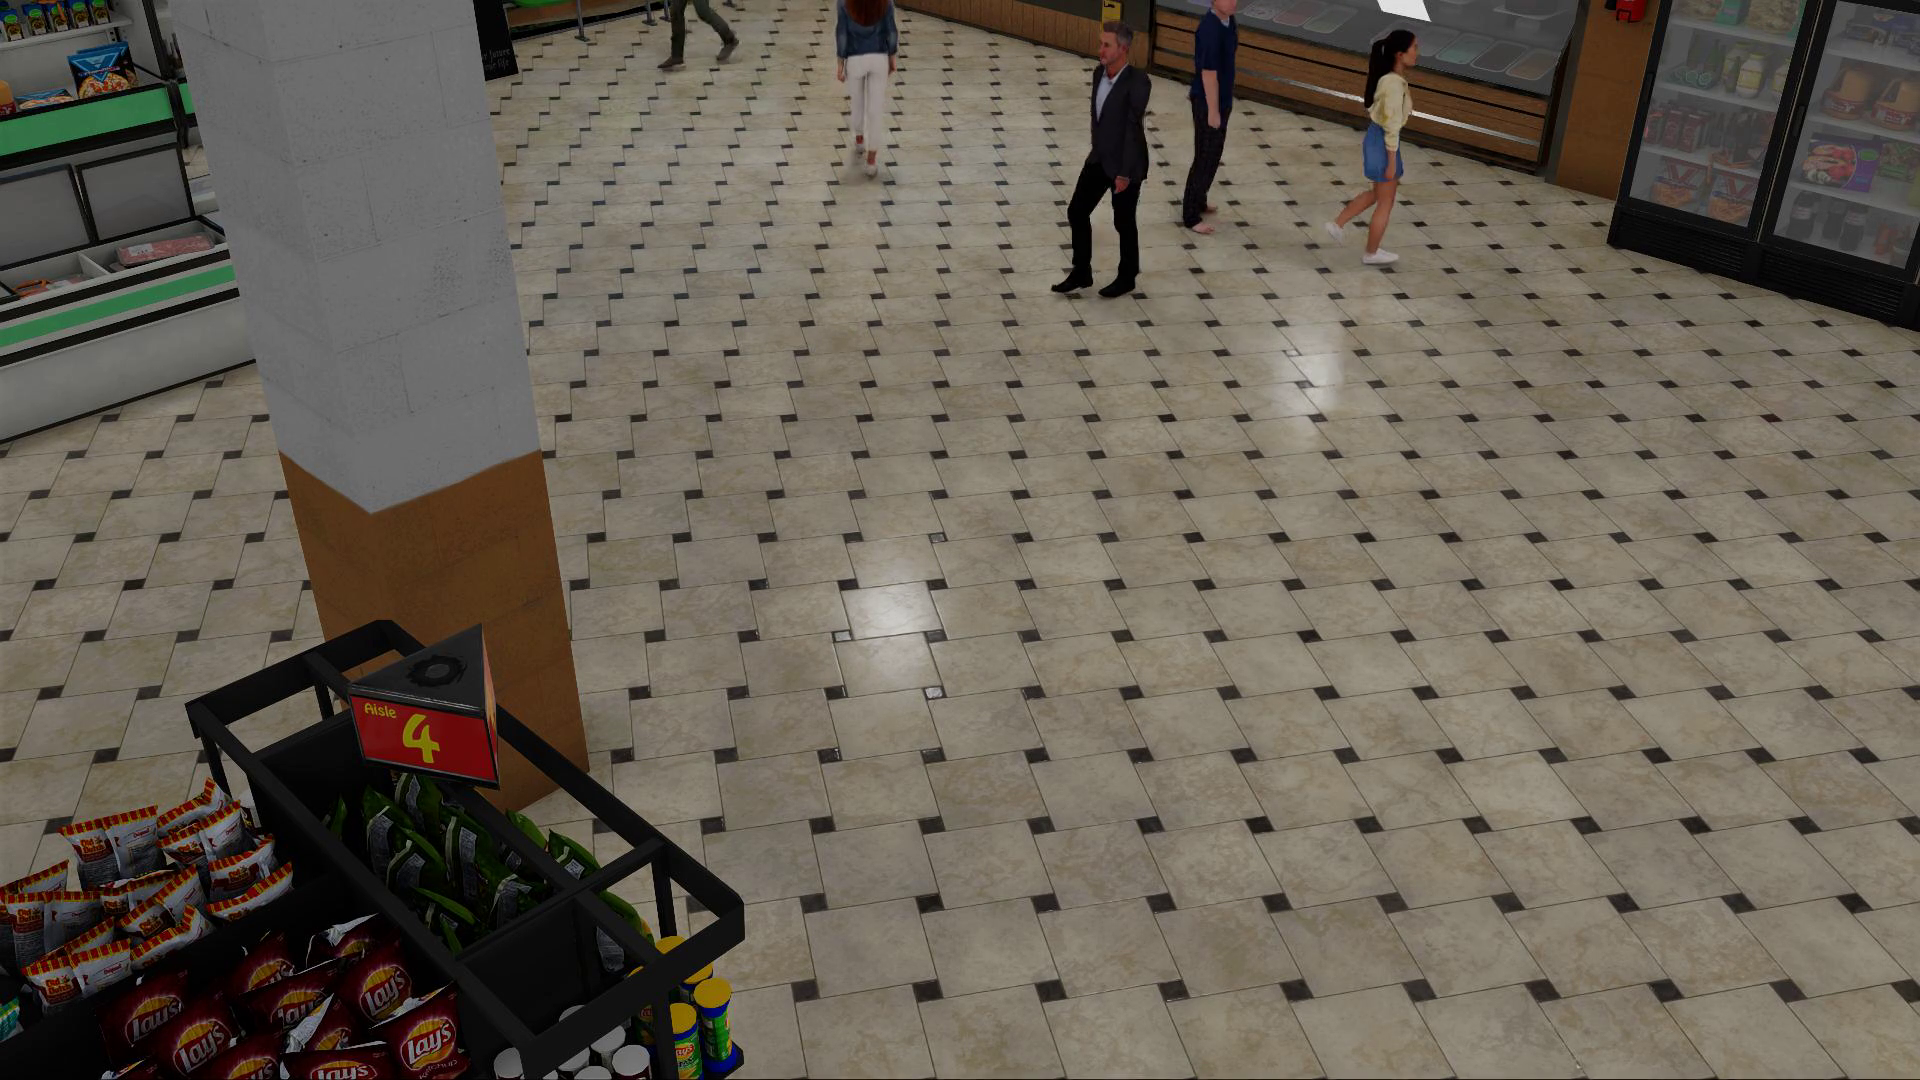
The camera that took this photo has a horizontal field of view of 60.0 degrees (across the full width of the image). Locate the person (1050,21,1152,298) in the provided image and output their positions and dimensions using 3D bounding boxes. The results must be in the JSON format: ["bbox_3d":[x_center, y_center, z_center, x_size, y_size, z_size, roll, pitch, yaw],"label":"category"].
[{"bbox_3d":[1.075,-2.464,10.828,0.828,1.818,0.779,-22,38,-31],"label":"person"}]

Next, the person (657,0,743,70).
[{"bbox_3d":[-2.418,-5.196,15.405,1.135,1.621,0.693,-22,38,-31],"label":"person"}]

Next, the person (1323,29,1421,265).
[{"bbox_3d":[2.802,-2.651,11.317,0.928,1.619,0.868,0,32,0],"label":"person"}]

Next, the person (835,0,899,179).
[{"bbox_3d":[-0.716,-3.635,12.846,1.028,1.675,1.070,-2,32,-2],"label":"person"}]

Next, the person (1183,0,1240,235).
[{"bbox_3d":[1.778,-3.141,11.885,0.917,1.850,0.697,3,32,5],"label":"person"}]
